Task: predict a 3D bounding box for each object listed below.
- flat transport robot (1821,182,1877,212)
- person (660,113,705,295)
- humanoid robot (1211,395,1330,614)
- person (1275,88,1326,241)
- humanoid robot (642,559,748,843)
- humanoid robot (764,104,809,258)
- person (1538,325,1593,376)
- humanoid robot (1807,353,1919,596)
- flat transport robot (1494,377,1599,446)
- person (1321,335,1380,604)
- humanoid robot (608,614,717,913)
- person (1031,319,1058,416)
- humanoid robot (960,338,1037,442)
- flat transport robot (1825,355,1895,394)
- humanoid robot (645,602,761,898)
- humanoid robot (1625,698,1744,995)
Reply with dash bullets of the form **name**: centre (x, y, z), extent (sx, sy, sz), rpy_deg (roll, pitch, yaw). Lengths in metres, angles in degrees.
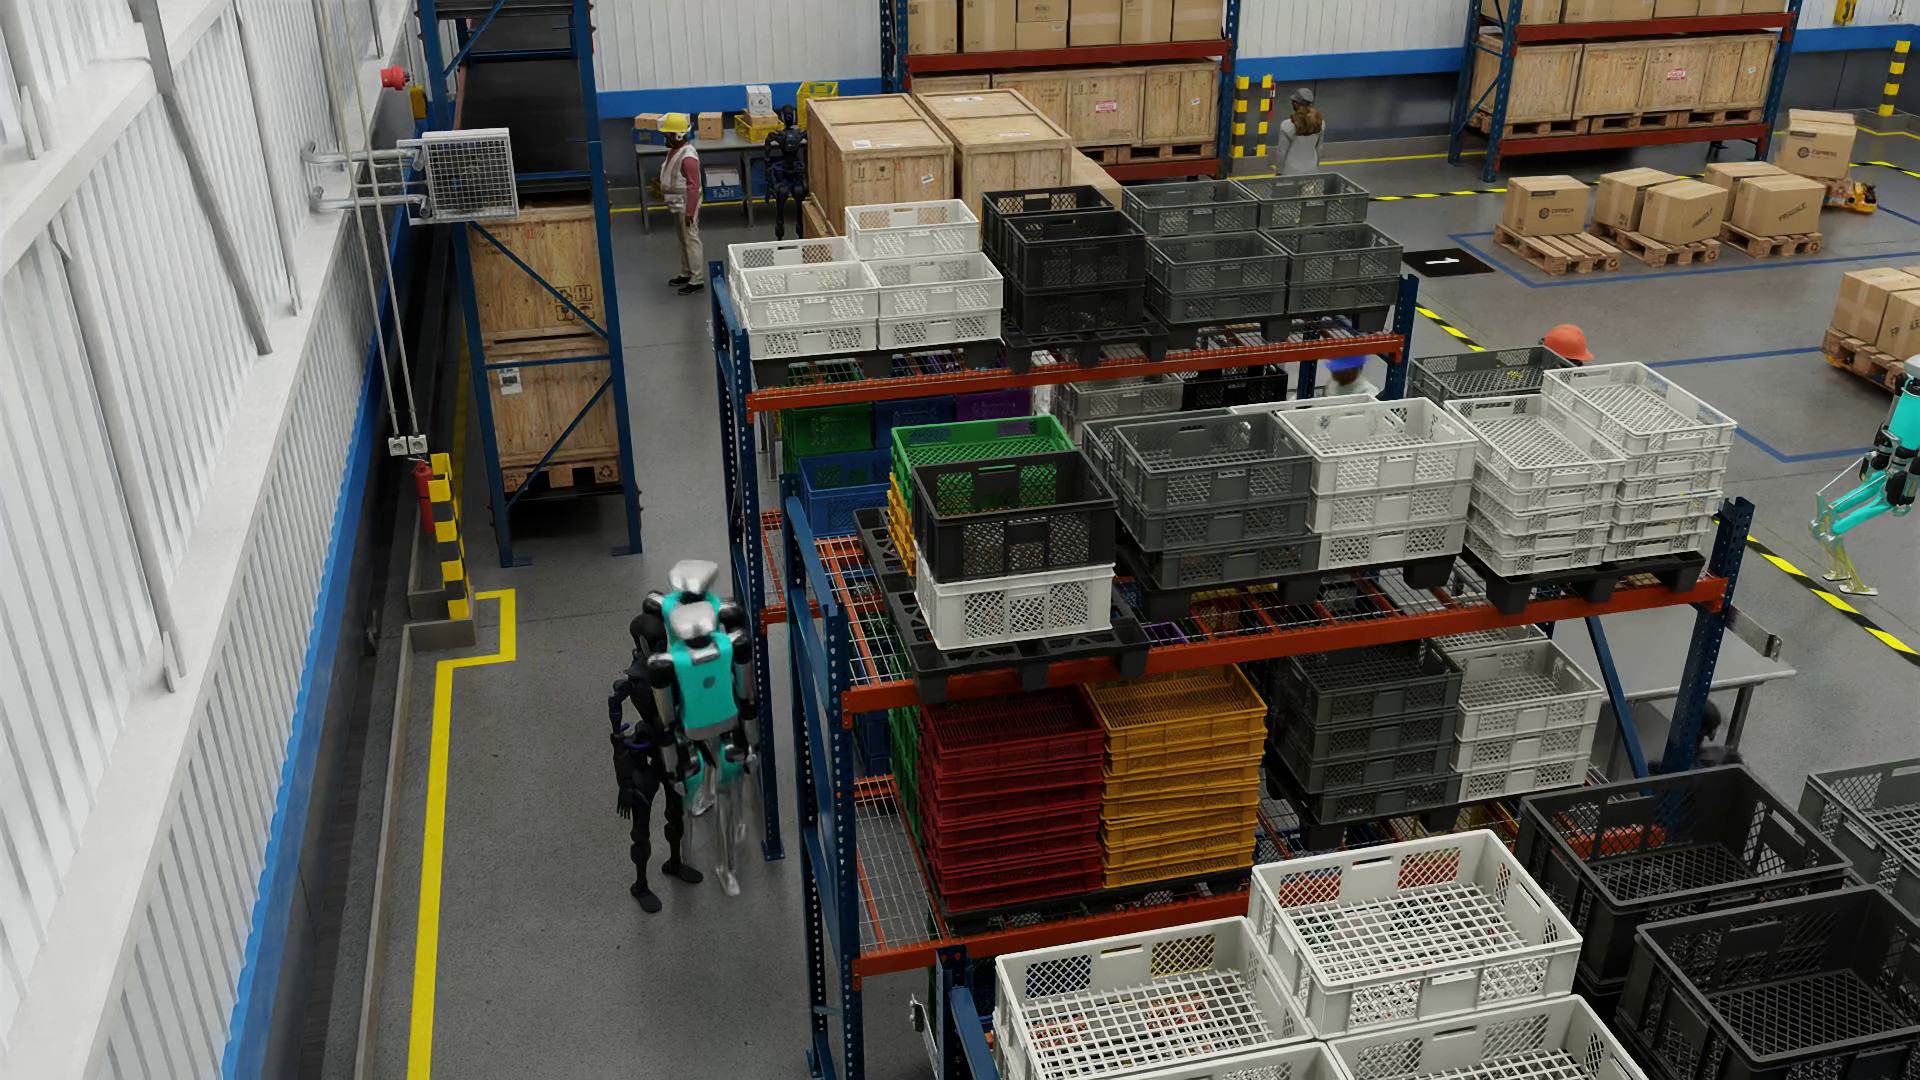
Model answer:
- **flat transport robot**: centre (10.212, -4.200, 19.985), extent (1.431, 0.197, 0.652), rpy_deg (11, 30, 20)
- **person**: centre (-2.811, -3.400, 16.819), extent (0.403, 1.833, 0.585), rpy_deg (-12, 30, -22)
- **humanoid robot**: centre (1.907, -0.156, 10.856), extent (0.875, 1.849, 0.585), rpy_deg (22, 35, 35)
- **person**: centre (3.667, -4.005, 18.034), extent (0.566, 1.769, 0.397), rpy_deg (-11, 30, -20)
- **humanoid robot**: centre (-1.308, 0.779, 8.977), extent (0.533, 1.761, 0.806), rpy_deg (5, 28, 9)
- **humanoid robot**: centre (-1.804, -3.826, 17.779), extent (0.599, 1.657, 0.315), rpy_deg (-9, 29, -16)
- **person**: centre (3.843, -0.463, 11.036), extent (0.401, 2.036, 0.600), rpy_deg (15, 31, 26)
- **humanoid robot**: centre (6.062, -0.429, 11.138), extent (0.735, 1.681, 0.533), rpy_deg (-1, 28, -2)
- **flat transport robot**: centre (4.780, -1.036, 14.013), extent (0.659, 0.231, 1.431), rpy_deg (-6, 28, -12)
- **person**: centre (2.579, -0.485, 11.205), extent (0.517, 1.920, 0.632), rpy_deg (-7, 29, -14)
- **humanoid robot**: centre (-1.523, 1.100, 8.432), extent (0.315, 1.657, 0.599), rpy_deg (22, 35, 36)
- **person**: centre (0.576, -1.263, 12.713), extent (0.353, 1.882, 0.579), rpy_deg (4, 28, 7)
- **humanoid robot**: centre (0.301, -0.503, 11.319), extent (0.532, 1.693, 0.727), rpy_deg (-4, 28, -8)
- **flat transport robot**: centre (8.476, -1.461, 14.788), extent (0.652, 0.197, 1.431), rpy_deg (-6, 28, -12)
- **humanoid robot**: centre (-1.363, 1.055, 8.583), extent (0.560, 1.880, 0.786), rpy_deg (-14, 31, -24)
- **humanoid robot**: centre (3.355, 1.471, 7.745), extent (0.612, 1.635, 0.362), rpy_deg (-8, 29, -14)
